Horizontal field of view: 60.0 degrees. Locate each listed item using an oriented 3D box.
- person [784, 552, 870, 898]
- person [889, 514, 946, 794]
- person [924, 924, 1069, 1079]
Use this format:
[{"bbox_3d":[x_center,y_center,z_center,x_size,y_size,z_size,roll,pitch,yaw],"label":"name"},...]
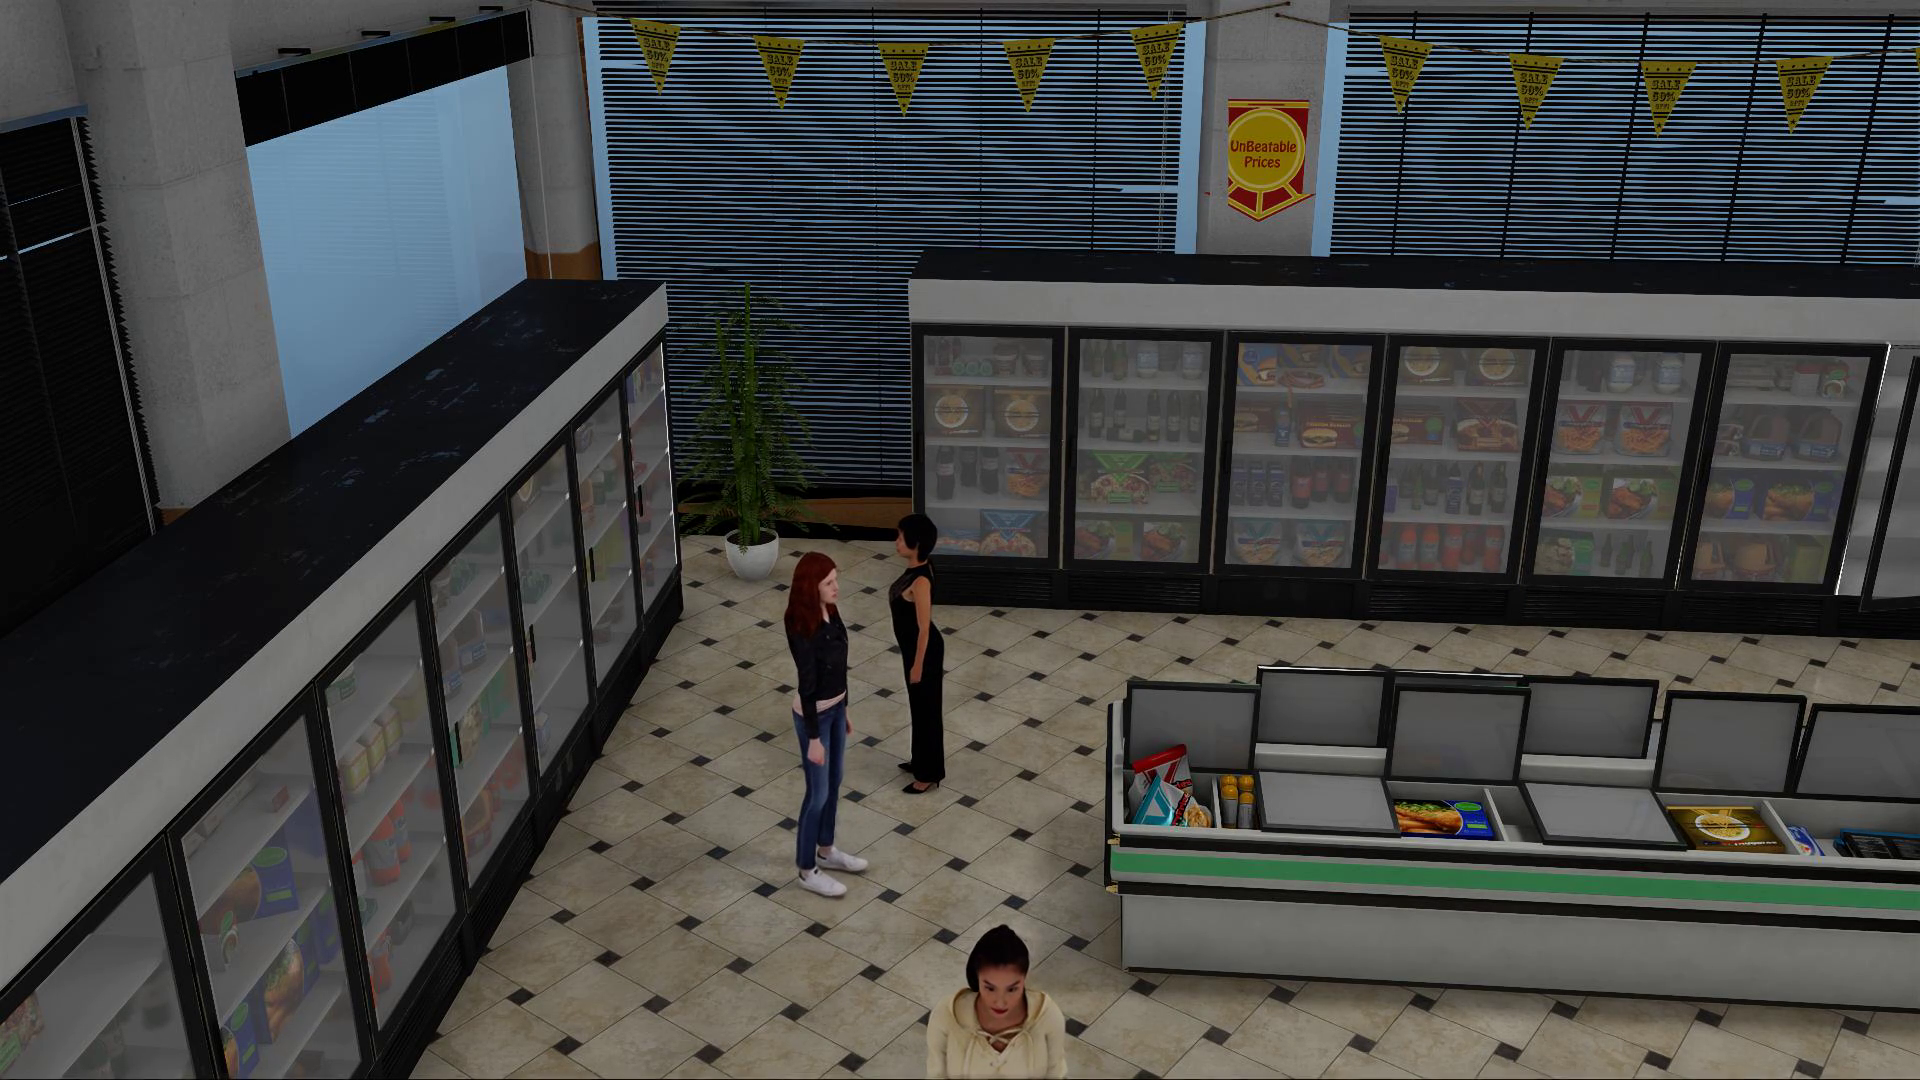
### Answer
[{"bbox_3d":[-0.677,0.886,8.082,0.616,1.788,0.625,7,23,18],"label":"person"},{"bbox_3d":[-0.205,0.613,9.010,0.559,1.602,0.603,-1,22,-3],"label":"person"},{"bbox_3d":[0.113,1.989,5.542,0.518,1.633,0.715,0,22,0],"label":"person"}]
